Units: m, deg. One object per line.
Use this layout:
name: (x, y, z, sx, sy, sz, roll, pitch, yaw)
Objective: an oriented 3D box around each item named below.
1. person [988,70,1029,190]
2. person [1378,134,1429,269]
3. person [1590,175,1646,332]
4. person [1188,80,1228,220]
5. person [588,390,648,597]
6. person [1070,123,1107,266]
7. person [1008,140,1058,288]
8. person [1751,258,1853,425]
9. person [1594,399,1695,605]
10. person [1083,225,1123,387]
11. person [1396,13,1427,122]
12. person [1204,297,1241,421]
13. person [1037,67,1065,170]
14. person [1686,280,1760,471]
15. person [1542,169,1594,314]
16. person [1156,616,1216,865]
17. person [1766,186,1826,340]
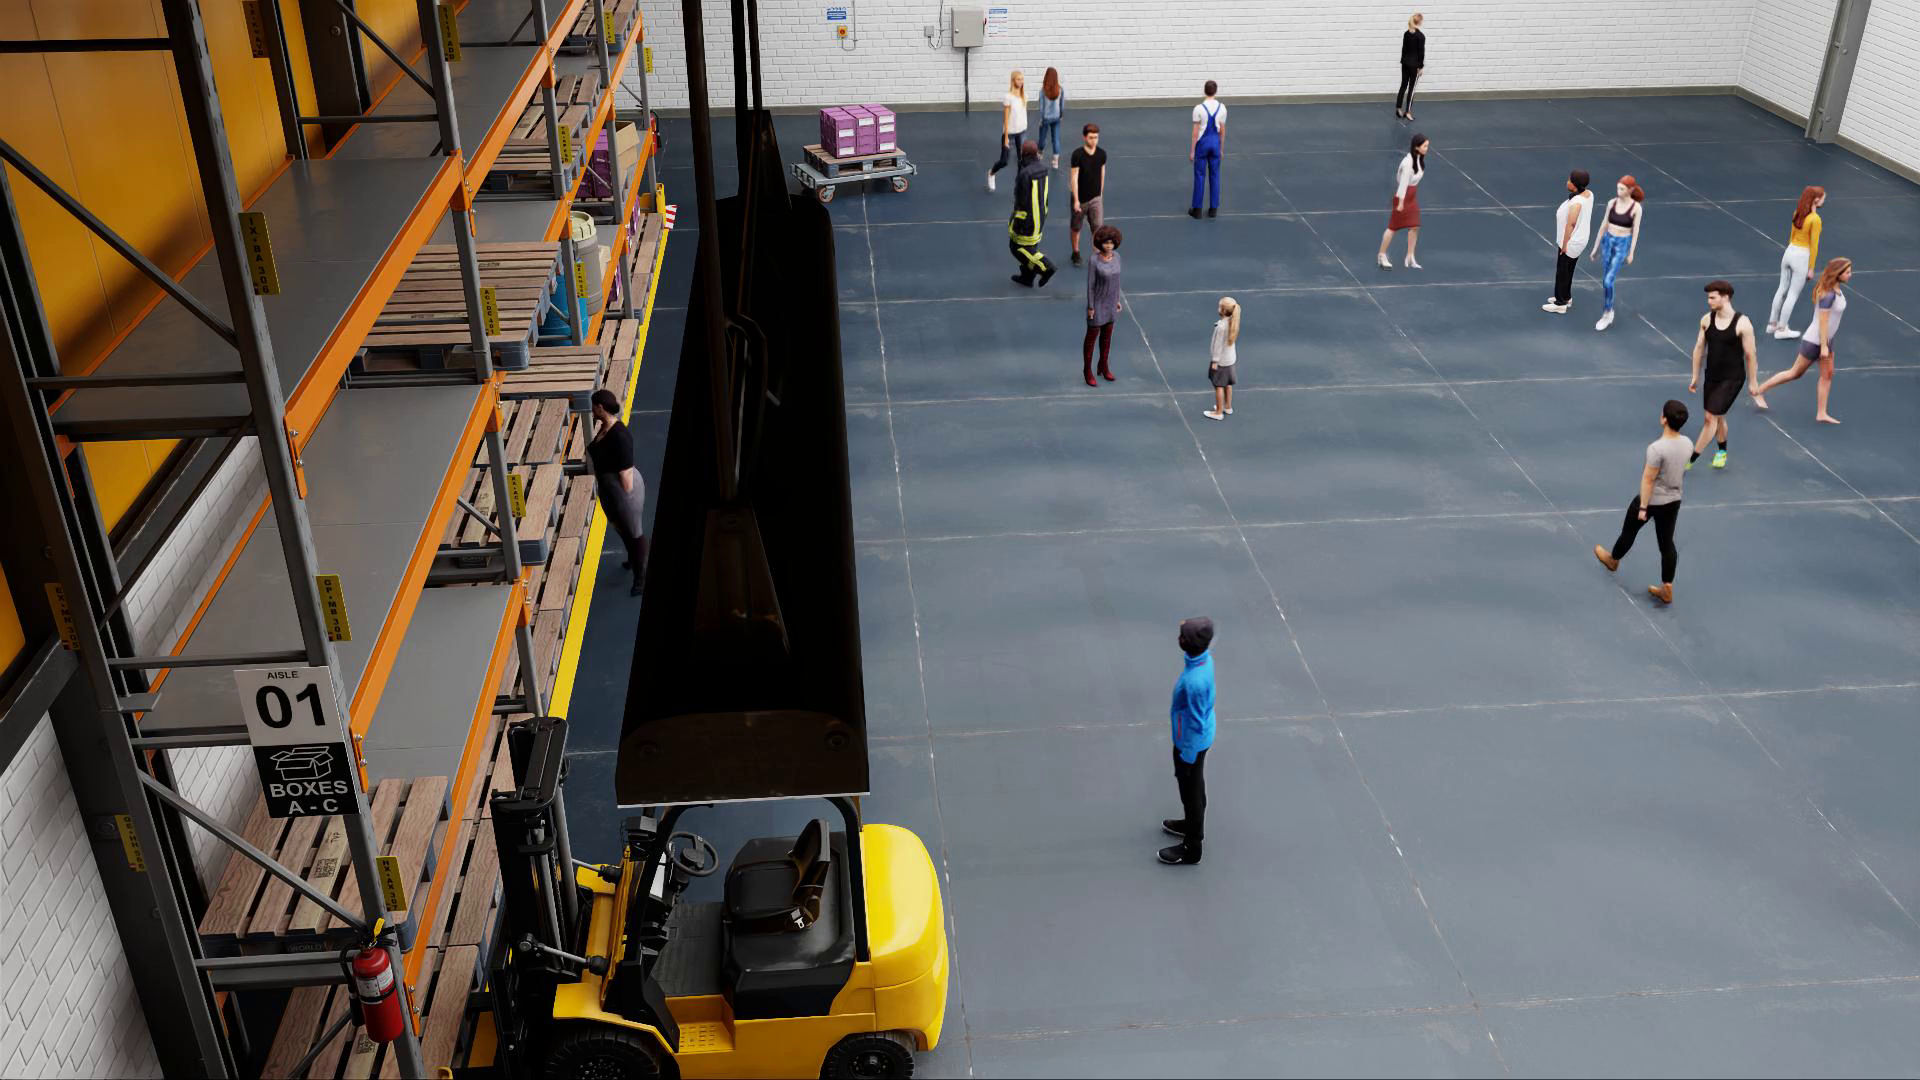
person: (0.690, -5.659, 23.279, 0.937, 1.788, 1.176, -18, 33, -30)
person: (5.490, -4.209, 20.693, 0.918, 1.719, 0.864, 19, 34, 31)
person: (7.512, -3.290, 18.953, 0.787, 1.771, 0.748, -21, 35, -33)
person: (3.356, -5.309, 22.574, 0.635, 1.849, 0.569, -4, 29, -7)
person: (-2.749, -0.379, 13.654, 0.881, 1.735, 0.724, -24, 37, -37)
person: (1.530, -4.265, 20.697, 0.829, 1.813, 1.231, -9, 30, -15)
person: (0.905, -3.884, 20.004, 1.107, 1.807, 1.067, 19, 34, 30)
person: (8.495, -2.001, 16.668, 1.138, 1.696, 1.057, 23, 36, 36)
person: (5.732, -0.277, 13.528, 0.766, 1.677, 1.152, -8, 30, -15)
person: (1.497, -2.486, 17.543, 0.657, 1.711, 0.652, -17, 33, -28)
person: (7.355, -7.716, 27.137, 0.756, 1.705, 0.629, -18, 33, -29)
person: (2.671, -1.847, 16.826, 0.658, 1.275, 0.592, 18, 34, 30)
person: (1.375, -6.241, 24.706, 0.655, 1.443, 0.975, -7, 29, -13)
person: (7.242, -1.524, 15.650, 1.049, 1.835, 1.080, -20, 34, -32)
person: (7.133, -3.513, 19.452, 0.821, 1.685, 0.753, 20, 34, 32)
person: (1.488, 1.268, 10.574, 0.731, 1.794, 0.560, 5, 29, 10)
person: (9.386, -3.117, 18.659, 0.668, 1.750, 0.542, -6, 29, -12)
